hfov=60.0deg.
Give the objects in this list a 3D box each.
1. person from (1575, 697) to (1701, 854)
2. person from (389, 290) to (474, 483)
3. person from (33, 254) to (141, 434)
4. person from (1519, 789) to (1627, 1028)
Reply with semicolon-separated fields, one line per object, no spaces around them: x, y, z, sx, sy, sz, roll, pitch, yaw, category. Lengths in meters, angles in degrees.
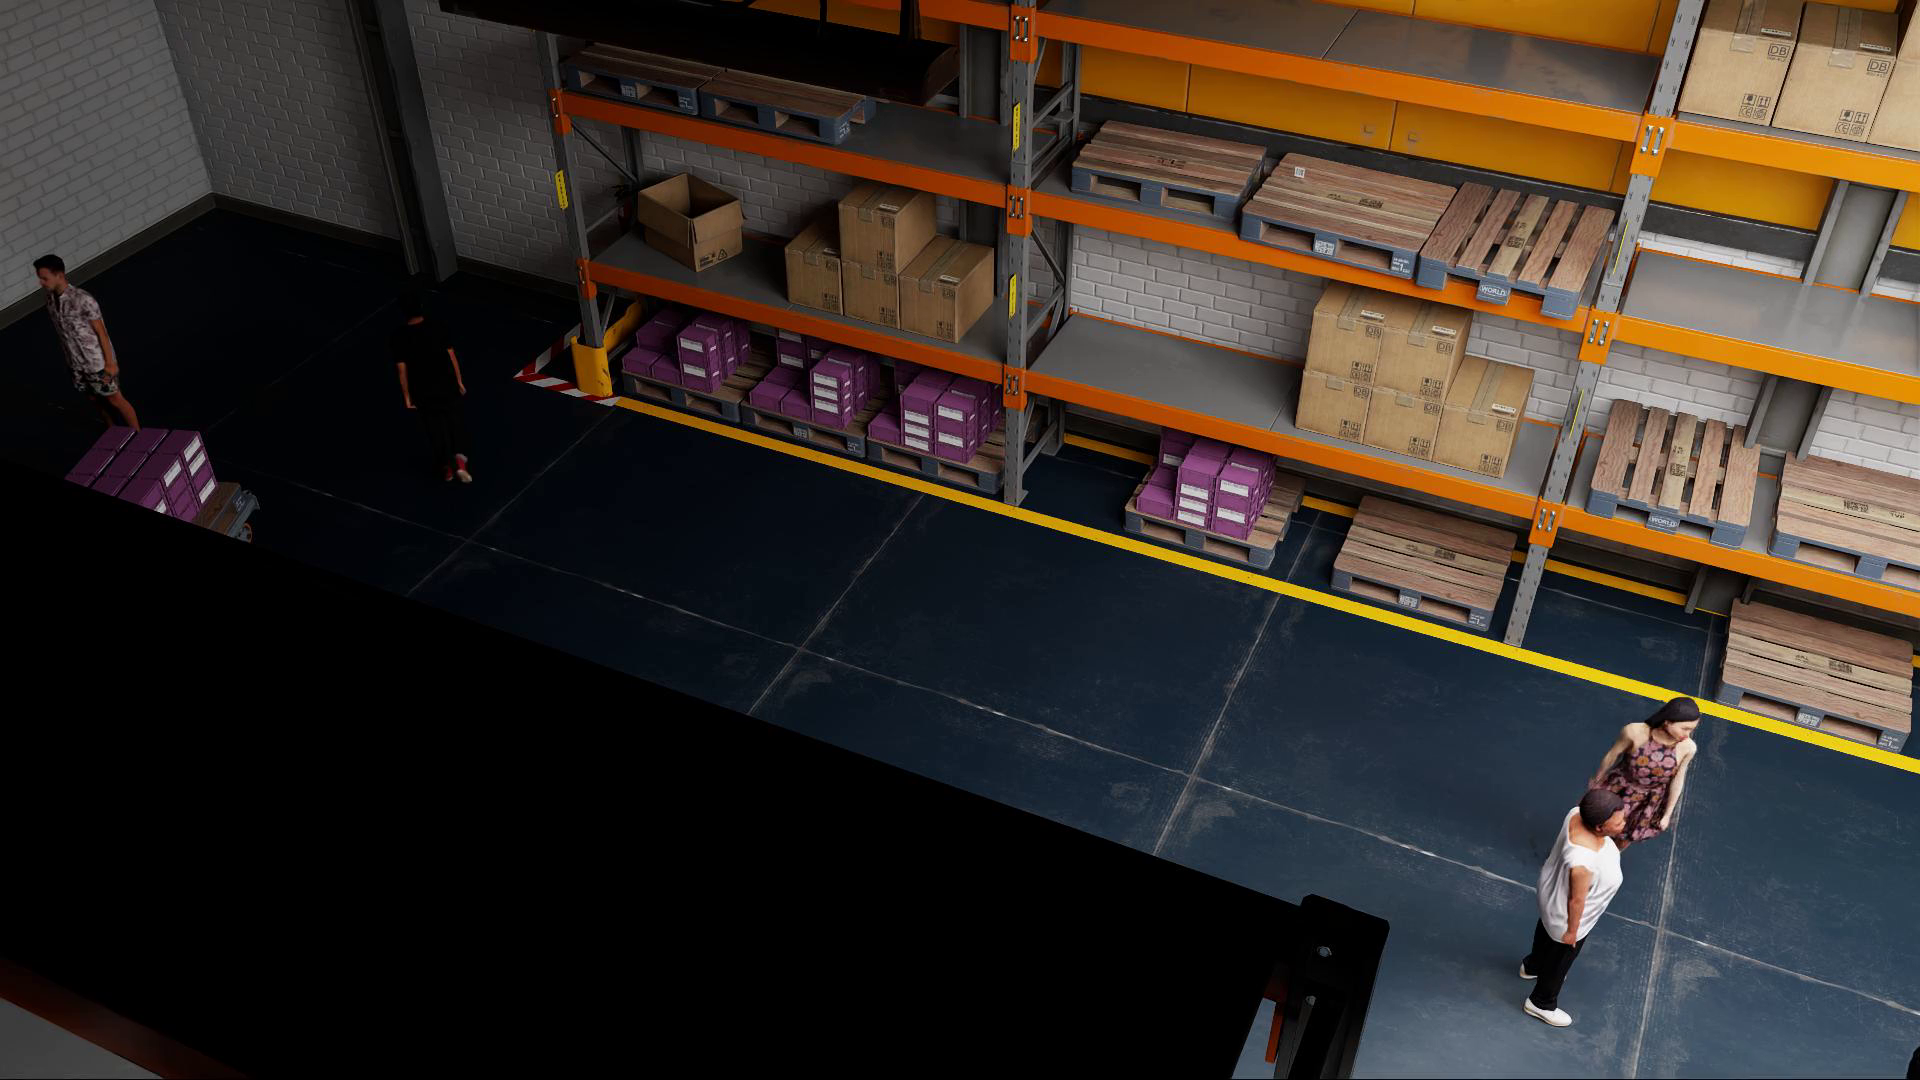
3.935;1.507;9.846;0.657;1.736;0.792;20;43;23;person
-4.152;-1.155;13.173;0.914;1.744;0.974;-13;40;-15;person
-7.103;-1.528;13.587;0.506;1.811;0.734;15;41;17;person
3.417;2.008;9.258;0.666;1.688;0.698;9;39;11;person
